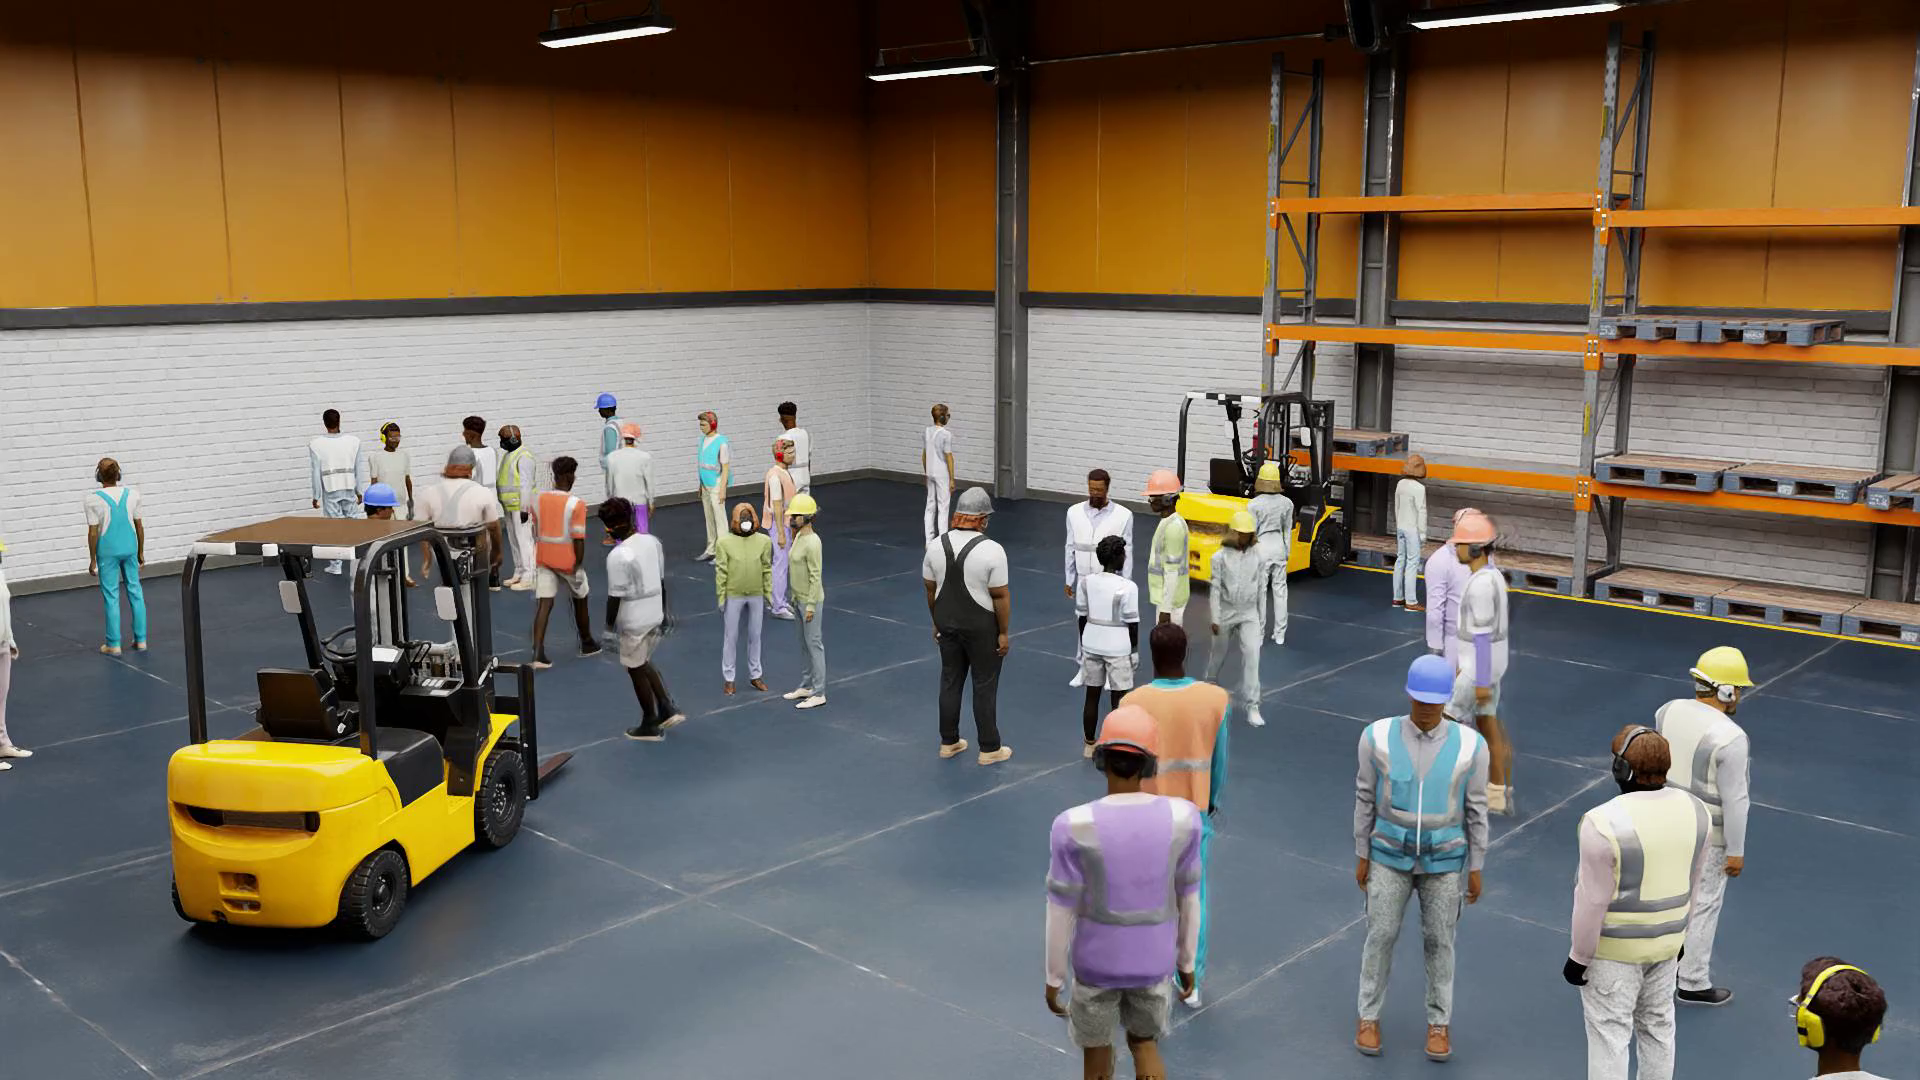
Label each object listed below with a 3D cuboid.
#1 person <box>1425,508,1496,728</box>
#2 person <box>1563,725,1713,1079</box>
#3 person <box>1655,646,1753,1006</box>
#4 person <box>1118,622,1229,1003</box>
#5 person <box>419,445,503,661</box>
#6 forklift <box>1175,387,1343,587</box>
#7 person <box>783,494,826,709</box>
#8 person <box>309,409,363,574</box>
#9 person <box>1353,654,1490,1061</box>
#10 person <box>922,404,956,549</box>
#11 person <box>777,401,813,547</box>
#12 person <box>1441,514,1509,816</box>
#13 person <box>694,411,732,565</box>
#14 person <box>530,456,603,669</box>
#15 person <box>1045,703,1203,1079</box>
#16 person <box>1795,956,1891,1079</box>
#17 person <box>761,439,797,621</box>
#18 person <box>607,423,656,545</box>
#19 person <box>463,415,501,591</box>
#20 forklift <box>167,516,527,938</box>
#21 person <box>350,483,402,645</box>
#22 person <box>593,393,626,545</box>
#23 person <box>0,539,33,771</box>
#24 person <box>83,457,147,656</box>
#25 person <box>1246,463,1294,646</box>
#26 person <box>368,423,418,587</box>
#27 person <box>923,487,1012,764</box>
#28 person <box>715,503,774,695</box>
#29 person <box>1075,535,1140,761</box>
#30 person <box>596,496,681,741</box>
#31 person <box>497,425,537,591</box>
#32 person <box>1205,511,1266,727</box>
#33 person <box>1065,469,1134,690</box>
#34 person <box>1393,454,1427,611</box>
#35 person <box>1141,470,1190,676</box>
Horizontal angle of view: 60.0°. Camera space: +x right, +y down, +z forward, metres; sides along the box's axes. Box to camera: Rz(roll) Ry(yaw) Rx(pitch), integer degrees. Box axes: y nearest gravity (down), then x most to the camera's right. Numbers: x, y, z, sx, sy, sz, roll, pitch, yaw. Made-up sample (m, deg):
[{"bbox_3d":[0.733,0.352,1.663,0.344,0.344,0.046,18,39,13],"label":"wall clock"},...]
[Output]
[{"bbox_3d":[3.659,0.713,12.085,0.652,1.900,0.405,-7,12,-33],"label":"person"},{"bbox_3d":[2.750,1.659,6.866,0.625,1.844,0.429,-4,11,-22],"label":"person"},{"bbox_3d":[3.699,1.419,8.301,0.403,1.821,0.602,-2,10,-14],"label":"person"},{"bbox_3d":[1.074,1.343,8.585,0.596,1.873,0.950,-1,10,-6],"label":"person"},{"bbox_3d":[-4.520,0.092,15.222,0.688,2.000,1.013,2,10,13],"label":"person"},{"bbox_3d":[3.298,-0.608,18.767,1.214,2.155,2.313,9,13,42],"label":"forklift"},{"bbox_3d":[-1.278,0.496,13.697,0.305,1.771,0.525,-4,11,-22],"label":"person"},{"bbox_3d":[-7.211,-0.559,19.287,0.589,1.915,0.398,-7,12,-36],"label":"person"},{"bbox_3d":[2.125,1.464,7.708,0.599,1.938,0.415,3,10,15],"label":"person"},{"bbox_3d":[-0.249,-0.775,20.714,0.341,1.845,0.511,-10,14,-43],"label":"person"},{"bbox_3d":[-1.995,-0.674,19.816,0.384,1.959,0.600,6,12,30],"label":"person"},{"bbox_3d":[3.354,0.834,11.048,0.732,2.017,0.644,5,11,25],"label":"person"},{"bbox_3d":[-2.937,-0.626,19.884,0.389,1.838,0.563,-8,13,-38],"label":"person"},{"bbox_3d":[-3.619,0.193,15.025,0.607,1.918,0.990,3,10,18],"label":"person"},{"bbox_3d":[0.632,1.640,6.453,0.622,2.023,0.533,-1,10,-8],"label":"person"},{"bbox_3d":[2.356,2.054,4.575,0.514,1.861,0.321,-1,10,-8],"label":"person"},{"bbox_3d":[-1.818,-0.112,16.936,0.389,1.846,0.567,0,10,1],"label":"person"},{"bbox_3d":[-3.807,-0.483,19.355,0.583,1.738,0.348,1,10,7],"label":"person"},{"bbox_3d":[-5.239,-0.379,18.112,0.367,1.967,0.606,3,10,17],"label":"person"},{"bbox_3d":[-3.583,0.976,9.748,1.214,2.155,2.313,2,10,11],"label":"forklift"},{"bbox_3d":[-4.583,0.514,13.137,0.421,1.935,0.616,-9,13,-41],"label":"person"},{"bbox_3d":[-4.423,-0.900,21.167,0.416,1.939,0.604,0,10,0],"label":"person"},{"bbox_3d":[-7.031,0.780,12.090,0.313,1.768,0.522,-1,10,-4],"label":"person"},{"bbox_3d":[-7.839,0.149,15.451,0.345,1.846,0.508,9,13,40],"label":"person"},{"bbox_3d":[2.919,0.138,15.806,0.486,1.744,0.294,-3,11,-18],"label":"person"},{"bbox_3d":[-6.271,-0.373,18.397,0.333,1.860,0.509,9,14,43],"label":"person"},{"bbox_3d":[0.105,0.612,12.257,0.687,2.000,0.535,7,12,33],"label":"person"},{"bbox_3d":[-1.826,0.490,14.112,0.498,1.634,0.280,-4,11,-23],"label":"person"},{"bbox_3d":[1.085,0.802,12.149,0.533,1.698,0.322,8,13,40],"label":"person"},{"bbox_3d":[-2.460,0.606,12.626,0.403,1.922,0.660,4,11,20],"label":"person"},{"bbox_3d":[-4.920,-0.367,18.452,0.429,1.830,0.636,-7,12,-35],"label":"person"},{"bbox_3d":[2.214,0.581,13.423,0.487,1.692,0.918,-2,10,-10],"label":"person"},{"bbox_3d":[1.189,0.328,14.254,0.593,1.911,0.384,4,11,21],"label":"person"},{"bbox_3d":[4.711,-0.079,17.343,0.285,1.636,0.497,-3,10,-17],"label":"person"},{"bbox_3d":[1.617,0.458,13.174,0.394,2.037,0.603,1,10,3],"label":"person"}]
